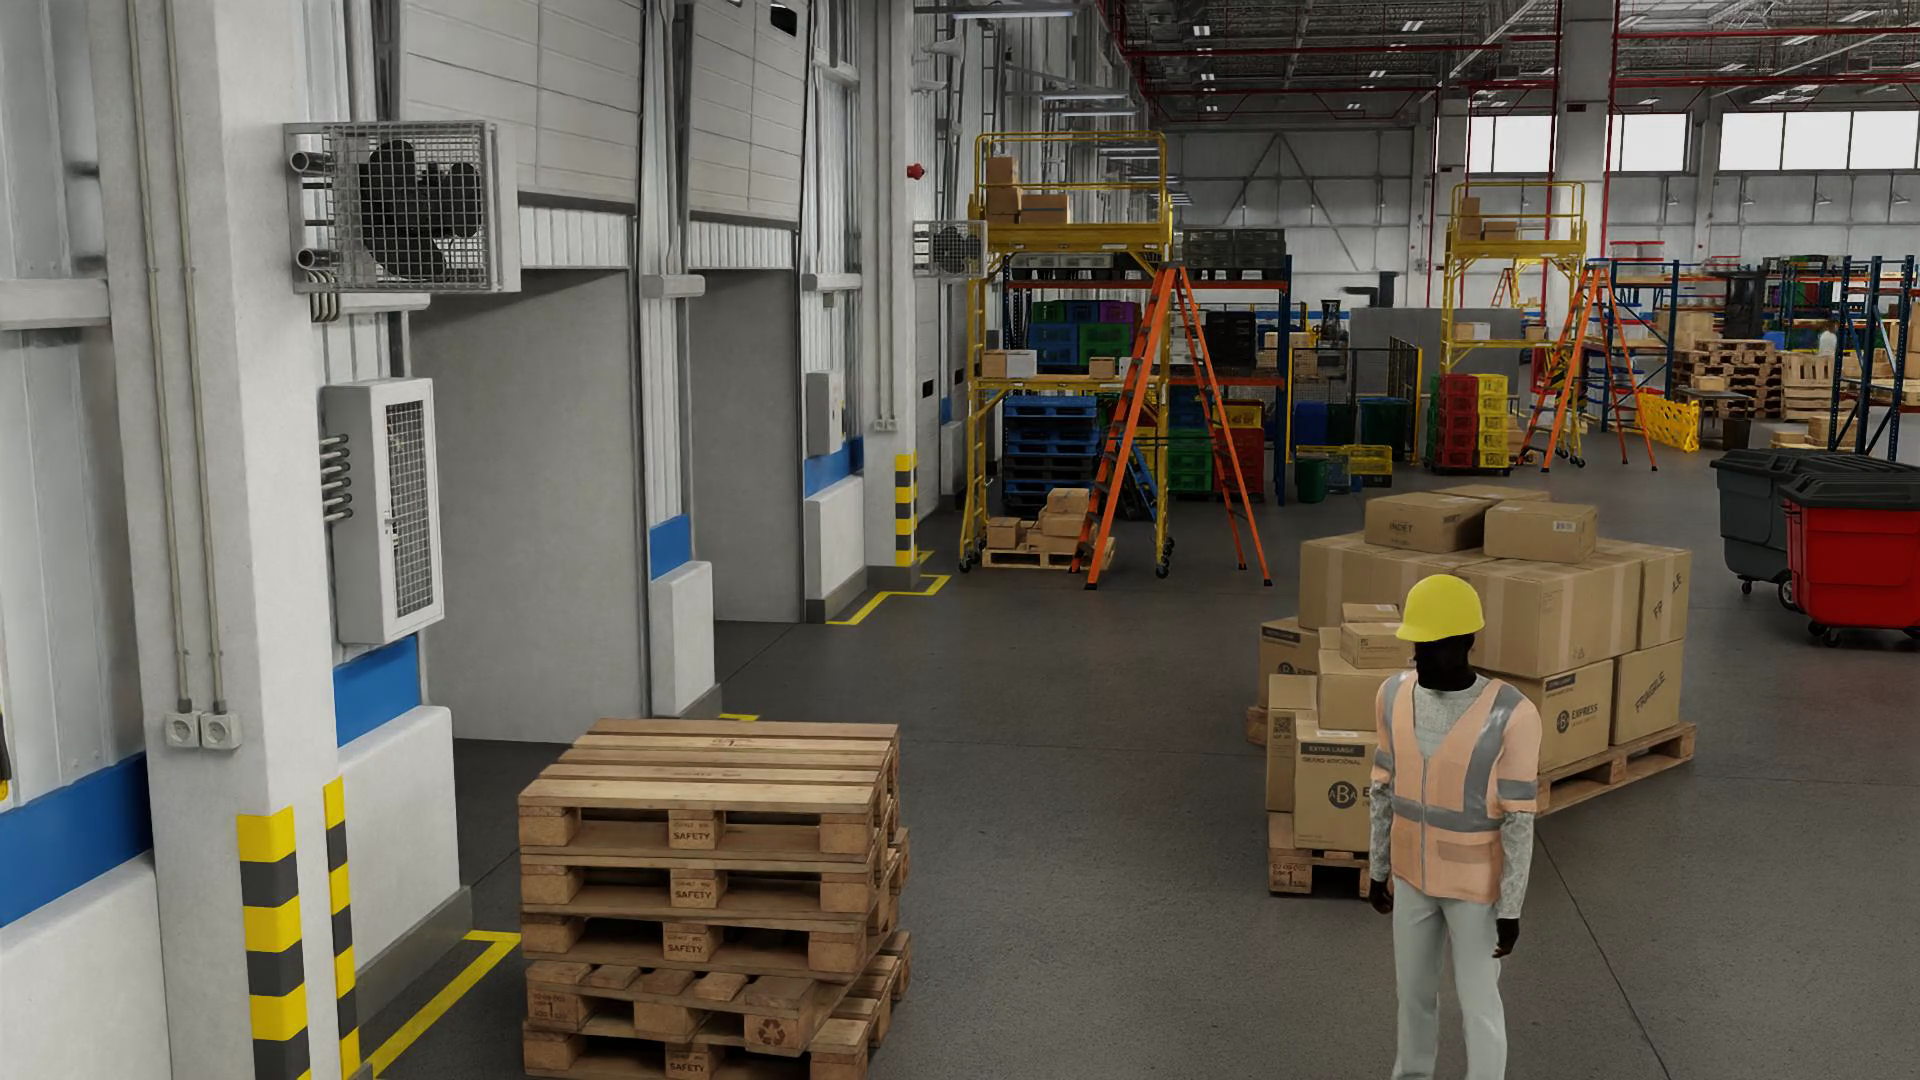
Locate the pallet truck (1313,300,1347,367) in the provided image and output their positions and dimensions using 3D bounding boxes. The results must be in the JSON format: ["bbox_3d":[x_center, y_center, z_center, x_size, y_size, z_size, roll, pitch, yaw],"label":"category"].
[{"bbox_3d":[11.159,-6.200,49.718,0.823,1.965,1.885,4,10,26],"label":"pallet truck"}]

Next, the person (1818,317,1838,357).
[{"bbox_3d":[17.539,-3.570,33.796,0.856,1.910,0.638,8,12,41],"label":"person"}]

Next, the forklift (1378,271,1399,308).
[{"bbox_3d":[10.763,-5.391,42.016,1.873,2.768,1.129,1,9,9],"label":"forklift"}]

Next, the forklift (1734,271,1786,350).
[{"bbox_3d":[22.711,-6.342,47.879,1.873,2.768,1.129,-3,10,-17],"label":"forklift"}]

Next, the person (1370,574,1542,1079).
[{"bbox_3d":[1.521,1.051,5.246,0.394,1.921,0.584,-8,12,-40],"label":"person"}]

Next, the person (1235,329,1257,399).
[{"bbox_3d":[5.954,-3.583,34.709,0.519,1.631,0.313,7,12,37],"label":"person"}]

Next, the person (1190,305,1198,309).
[{"bbox_3d":[6.210,-5.300,44.398,0.404,1.927,0.555,7,12,37],"label":"person"}]
